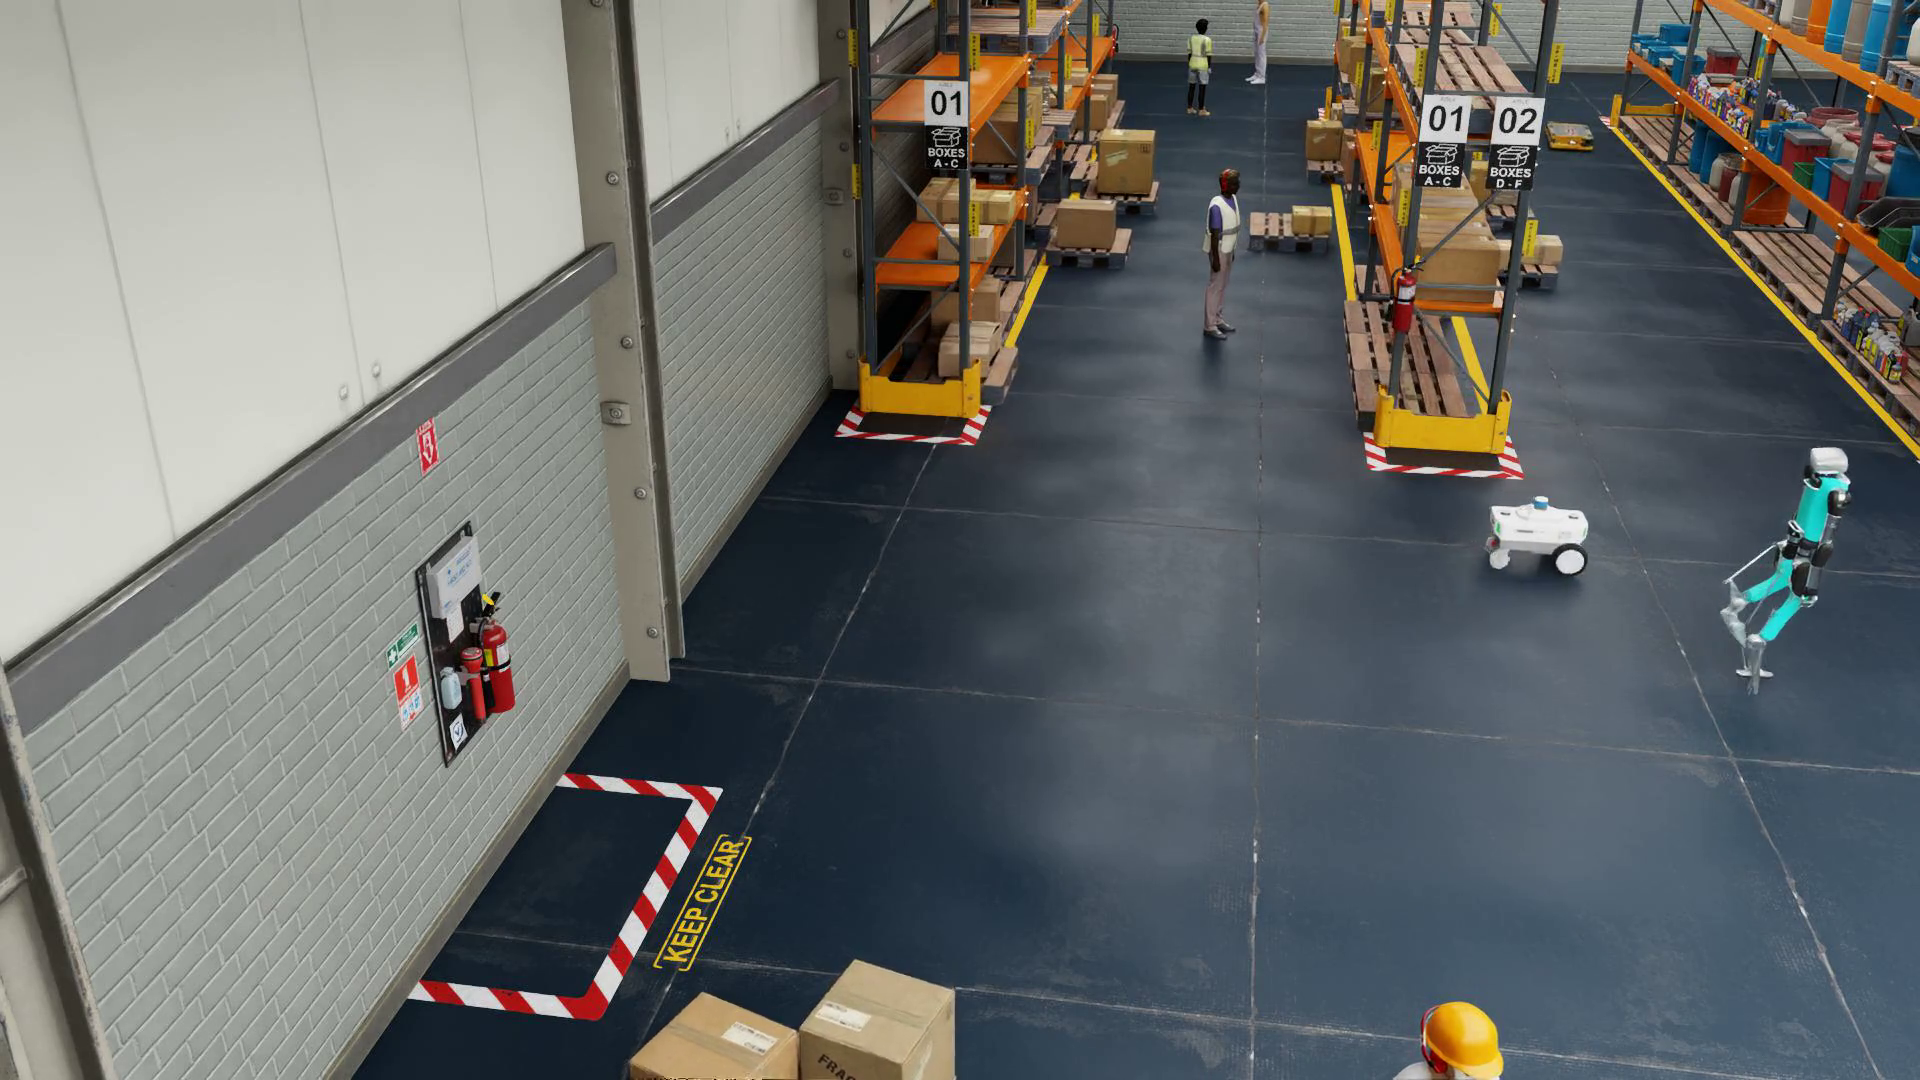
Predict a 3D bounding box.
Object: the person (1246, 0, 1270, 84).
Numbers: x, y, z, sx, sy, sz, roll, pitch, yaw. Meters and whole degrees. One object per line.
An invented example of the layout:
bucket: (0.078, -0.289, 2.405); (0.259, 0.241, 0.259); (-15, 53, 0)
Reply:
person: (5.879, -9.962, 32.797); (0.389, 1.862, 0.509); (-2, 25, -4)

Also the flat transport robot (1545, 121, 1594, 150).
flat transport robot: (10.180, -6.749, 27.802); (0.659, 0.231, 1.431); (6, 26, 13)

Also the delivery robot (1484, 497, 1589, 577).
delivery robot: (4.579, -0.041, 13.129); (0.803, 0.614, 0.499); (3, 25, 7)

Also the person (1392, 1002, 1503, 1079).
person: (1.734, 2.472, 6.163); (0.570, 1.889, 0.382); (-8, 26, -17)

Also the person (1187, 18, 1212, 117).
person: (4.285, -8.450, 29.754); (0.319, 1.697, 0.532); (-22, 33, -39)

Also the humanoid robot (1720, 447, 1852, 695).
humanoid robot: (5.449, 0.274, 11.175); (0.706, 1.909, 0.548); (2, 25, 4)

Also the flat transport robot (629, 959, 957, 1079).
flat transport robot: (-0.757, 2.808, 7.348); (0.659, 0.231, 1.431); (9, 26, 18)

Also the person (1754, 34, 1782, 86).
person: (15.849, -9.797, 32.559); (0.310, 1.768, 0.521); (-19, 31, -35)

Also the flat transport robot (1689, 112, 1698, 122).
flat transport robot: (13.229, -7.311, 29.006); (0.659, 0.231, 1.431); (4, 25, 9)

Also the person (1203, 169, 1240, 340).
person: (2.862, -3.145, 18.226); (0.378, 1.844, 0.568); (12, 27, 23)
